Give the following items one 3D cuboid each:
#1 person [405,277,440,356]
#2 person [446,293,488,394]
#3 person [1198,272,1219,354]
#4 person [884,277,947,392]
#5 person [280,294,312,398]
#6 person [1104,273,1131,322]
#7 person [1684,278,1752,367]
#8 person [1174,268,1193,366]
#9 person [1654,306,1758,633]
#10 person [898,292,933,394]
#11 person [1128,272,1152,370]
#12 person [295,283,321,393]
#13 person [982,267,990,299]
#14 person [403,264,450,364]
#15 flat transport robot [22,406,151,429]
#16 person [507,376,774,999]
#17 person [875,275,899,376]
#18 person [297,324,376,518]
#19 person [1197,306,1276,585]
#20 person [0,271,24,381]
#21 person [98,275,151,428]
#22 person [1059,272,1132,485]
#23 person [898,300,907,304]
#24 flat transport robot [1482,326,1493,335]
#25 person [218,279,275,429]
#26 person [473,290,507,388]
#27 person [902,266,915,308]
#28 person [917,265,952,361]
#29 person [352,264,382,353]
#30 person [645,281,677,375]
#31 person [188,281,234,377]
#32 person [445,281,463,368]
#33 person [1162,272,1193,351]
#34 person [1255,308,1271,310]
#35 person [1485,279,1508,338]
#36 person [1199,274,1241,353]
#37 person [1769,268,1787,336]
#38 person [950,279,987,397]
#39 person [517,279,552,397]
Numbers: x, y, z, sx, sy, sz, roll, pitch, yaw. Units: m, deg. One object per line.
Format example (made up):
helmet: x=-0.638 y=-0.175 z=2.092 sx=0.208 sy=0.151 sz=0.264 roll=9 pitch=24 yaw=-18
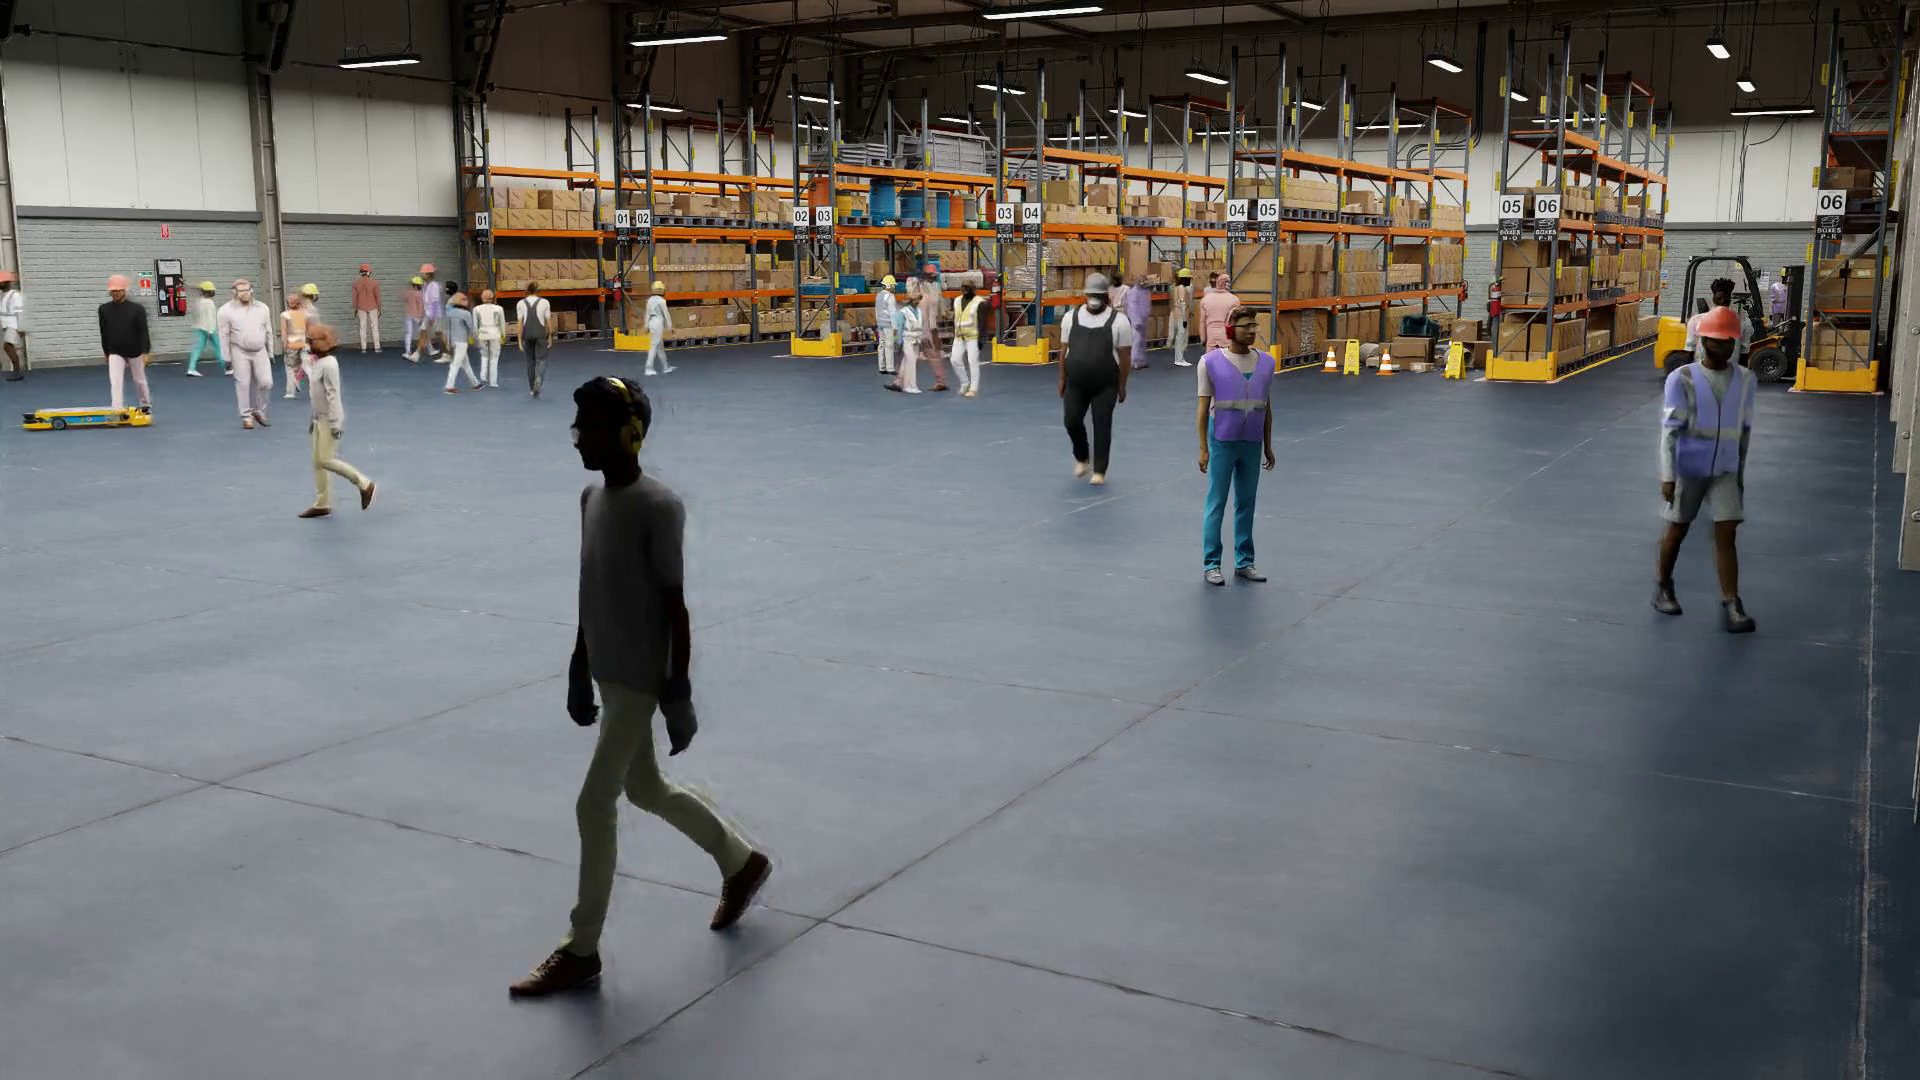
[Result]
person: x=-11.644 y=-4.786 z=35.813 sx=0.529 sy=1.719 sz=0.905 roll=5 pitch=11 yaw=27
person: x=-7.889 y=-3.124 z=26.458 sx=0.514 sy=1.581 sz=0.880 roll=7 pitch=12 yaw=36
person: x=5.381 y=-4.799 z=35.564 sx=0.505 sy=1.820 sz=0.972 roll=6 pitch=12 yaw=33
person: x=-0.678 y=-3.292 z=26.703 sx=1.054 sy=1.842 sz=0.658 roll=-4 pitch=11 yaw=-23
person: x=-10.066 y=-2.945 z=25.359 sx=0.700 sy=1.617 sz=0.526 roll=9 pitch=13 yaw=41
person: x=3.389 y=-4.821 z=35.699 sx=0.631 sy=1.827 sz=0.553 roll=6 pitch=12 yaw=33
person: x=7.414 y=-1.582 z=16.321 sx=0.603 sy=1.966 sz=0.368 roll=2 pitch=10 yaw=14
person: x=4.440 y=-4.425 z=33.071 sx=0.363 sy=1.930 sz=0.587 roll=0 pitch=10 yaw=0
person: x=4.403 y=-0.424 z=9.794 sx=0.560 sy=1.882 sz=0.969 roll=1 pitch=10 yaw=4
person: x=-0.687 y=-3.107 z=26.284 sx=0.708 sy=1.611 sz=0.513 roll=8 pitch=13 yaw=40
person: x=3.504 y=-4.192 z=31.930 sx=0.447 sy=1.870 sz=0.817 roll=7 pitch=12 yaw=37
person: x=-10.135 y=-3.114 z=25.915 sx=0.501 sy=1.748 sz=0.545 roll=-9 pitch=13 yaw=-41
person: x=0.791 y=-7.462 z=51.118 sx=0.583 sy=1.836 sz=0.968 roll=4 pitch=10 yaw=22
person: x=-10.769 y=-4.536 z=33.502 sx=0.983 sy=2.000 sz=0.635 roll=-8 pitch=13 yaw=-39
flat transport robot: x=-11.124 y=-1.572 z=21.219 sx=1.431 sy=0.197 sz=0.652 roll=-5 pitch=11 yaw=-25
person: x=-0.973 y=0.406 z=5.086 sx=0.915 sy=1.836 sz=0.528 roll=-8 pitch=12 yaw=-38
person: x=-1.308 y=-3.895 z=30.270 sx=0.404 sy=1.827 sz=0.589 roll=-6 pitch=11 yaw=-31
person: x=-5.242 y=-0.986 z=13.838 sx=0.566 sy=1.620 sz=0.519 roll=-6 pitch=11 yaw=-32
person: x=1.832 y=-0.632 z=11.097 sx=0.570 sy=1.849 sz=0.384 roll=-4 pitch=10 yaw=-21
person: x=-16.567 y=-3.701 z=28.867 sx=0.552 sy=1.922 sz=0.503 roll=6 pitch=11 yaw=30
person: x=-10.707 y=-2.423 z=21.367 sx=0.634 sy=1.938 sz=1.047 roll=-2 pitch=10 yaw=-9
person: x=1.270 y=-1.539 z=15.849 sx=0.706 sy=2.000 sz=0.536 roll=3 pitch=10 yaw=17
person: x=-1.686 y=-7.623 z=51.927 sx=0.555 sy=1.900 sz=0.992 roll=7 pitch=12 yaw=35
flat transport robot: x=14.315 y=-5.796 z=45.945 sx=0.652 sy=0.197 sz=1.431 roll=6 pitch=11 yaw=31
person: x=-8.958 y=-2.333 z=20.944 sx=0.667 sy=1.888 sz=0.449 roll=-8 pitch=12 yaw=-39
person: x=-7.787 y=-3.332 z=27.588 sx=0.520 sy=1.623 sz=0.439 roll=0 pitch=10 yaw=0
person: x=-1.157 y=-6.173 z=43.349 sx=0.656 sy=1.910 sz=0.738 roll=6 pitch=12 yaw=32
person: x=-0.509 y=-4.658 z=34.254 sx=1.063 sy=1.988 sz=0.618 roll=6 pitch=12 yaw=33
person: x=-13.382 y=-5.222 z=37.572 sx=0.609 sy=1.985 sz=0.392 roll=-2 pitch=10 yaw=-11
person: x=-5.507 y=-3.905 z=30.681 sx=0.848 sy=1.708 sz=0.499 roll=-9 pitch=13 yaw=-42
person: x=-13.613 y=-3.815 z=30.112 sx=0.538 sy=1.718 sz=0.902 roll=9 pitch=13 yaw=41
person: x=-9.873 y=-4.202 z=32.447 sx=0.317 sy=1.695 sz=0.540 roll=-3 pitch=10 yaw=-18
person: x=4.977 y=-5.198 z=37.955 sx=0.642 sy=1.798 sz=0.912 roll=7 pitch=12 yaw=34
person: x=7.358 y=-5.527 z=39.729 sx=0.605 sy=1.858 sz=1.038 roll=6 pitch=11 yaw=31
person: x=14.324 y=-6.291 z=43.970 sx=0.978 sy=1.926 sz=0.719 roll=-6 pitch=11 yaw=-30
person: x=3.881 y=-2.992 z=24.793 sx=0.687 sy=1.902 sz=0.489 roll=6 pitch=12 yaw=33
person: x=18.253 y=-5.066 z=36.867 sx=0.583 sy=1.918 sz=0.394 roll=1 pitch=10 yaw=8
person: x=0.129 y=-3.118 z=25.725 sx=0.654 sy=1.823 sz=0.456 roll=7 pitch=12 yaw=37
person: x=-6.566 y=-3.102 z=25.621 sx=0.518 sy=1.833 sz=0.629 roll=0 pitch=10 yaw=-3
